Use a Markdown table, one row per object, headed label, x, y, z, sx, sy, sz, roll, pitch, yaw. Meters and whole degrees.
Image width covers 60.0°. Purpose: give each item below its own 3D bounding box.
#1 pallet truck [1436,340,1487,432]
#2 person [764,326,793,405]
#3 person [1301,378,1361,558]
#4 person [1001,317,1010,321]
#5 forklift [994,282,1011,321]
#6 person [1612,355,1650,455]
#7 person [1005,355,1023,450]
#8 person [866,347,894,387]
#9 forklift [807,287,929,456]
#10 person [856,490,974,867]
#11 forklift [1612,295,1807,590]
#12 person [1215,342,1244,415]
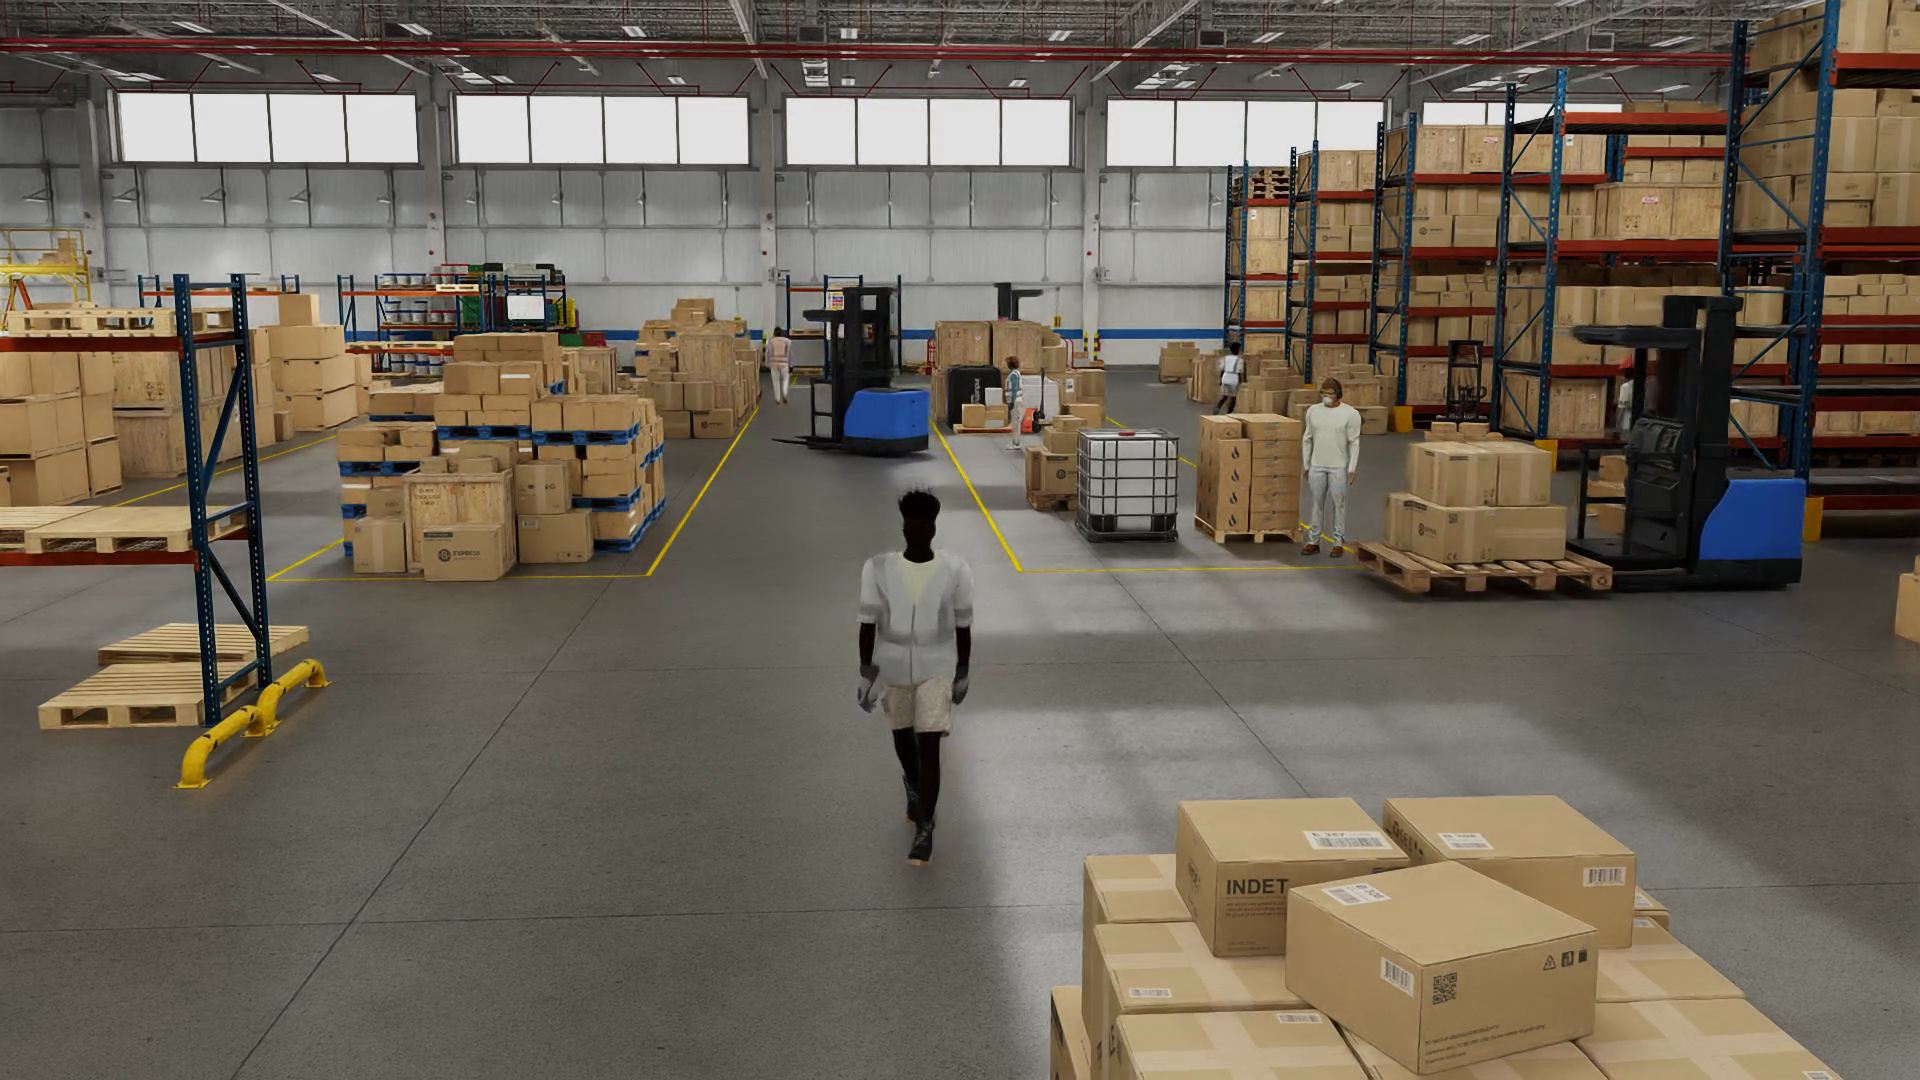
| label | x | y | z | sx | sy | sz | roll | pitch | yaw |
| --- | --- | --- | --- | --- | --- | --- | --- | --- | --- |
| pallet truck | 8.004 | -2.170 | 26.422 | 0.823 | 1.965 | 1.885 | 2 | 9 | 14 |
| person | -4.257 | -4.085 | 38.973 | 0.653 | 1.825 | 0.634 | -2 | 9 | -11 |
| person | 3.973 | -0.778 | 17.882 | 0.627 | 1.934 | 0.371 | 6 | 11 | 32 |
| person | 1.162 | -4.886 | 43.702 | 0.429 | 1.919 | 0.566 | -1 | 9 | -7 |
| forklift | 1.172 | -5.576 | 45.041 | 1.873 | 2.768 | 1.129 | 1 | 9 | 6 |
| person | 9.224 | -1.584 | 22.967 | 0.574 | 1.920 | 0.456 | -7 | 11 | -38 |
| person | 0.936 | -2.389 | 28.914 | 0.310 | 1.640 | 0.514 | 1 | 9 | 4 |
| person | -1.548 | -3.131 | 32.532 | 0.623 | 1.971 | 0.686 | -3 | 9 | -16 |
| forklift | -1.551 | -2.902 | 28.252 | 1.873 | 2.768 | 1.129 | 7 | 11 | 37 |
| person | -0.230 | 0.671 | 8.850 | 0.603 | 1.925 | 1.003 | 1 | 9 | 6 |
| forklift | 7.146 | -0.983 | 16.205 | 1.873 | 2.768 | 1.129 | -1 | 9 | -4 |
| person | 5.533 | -3.233 | 34.124 | 0.505 | 1.671 | 0.527 | -8 | 12 | -42 |
